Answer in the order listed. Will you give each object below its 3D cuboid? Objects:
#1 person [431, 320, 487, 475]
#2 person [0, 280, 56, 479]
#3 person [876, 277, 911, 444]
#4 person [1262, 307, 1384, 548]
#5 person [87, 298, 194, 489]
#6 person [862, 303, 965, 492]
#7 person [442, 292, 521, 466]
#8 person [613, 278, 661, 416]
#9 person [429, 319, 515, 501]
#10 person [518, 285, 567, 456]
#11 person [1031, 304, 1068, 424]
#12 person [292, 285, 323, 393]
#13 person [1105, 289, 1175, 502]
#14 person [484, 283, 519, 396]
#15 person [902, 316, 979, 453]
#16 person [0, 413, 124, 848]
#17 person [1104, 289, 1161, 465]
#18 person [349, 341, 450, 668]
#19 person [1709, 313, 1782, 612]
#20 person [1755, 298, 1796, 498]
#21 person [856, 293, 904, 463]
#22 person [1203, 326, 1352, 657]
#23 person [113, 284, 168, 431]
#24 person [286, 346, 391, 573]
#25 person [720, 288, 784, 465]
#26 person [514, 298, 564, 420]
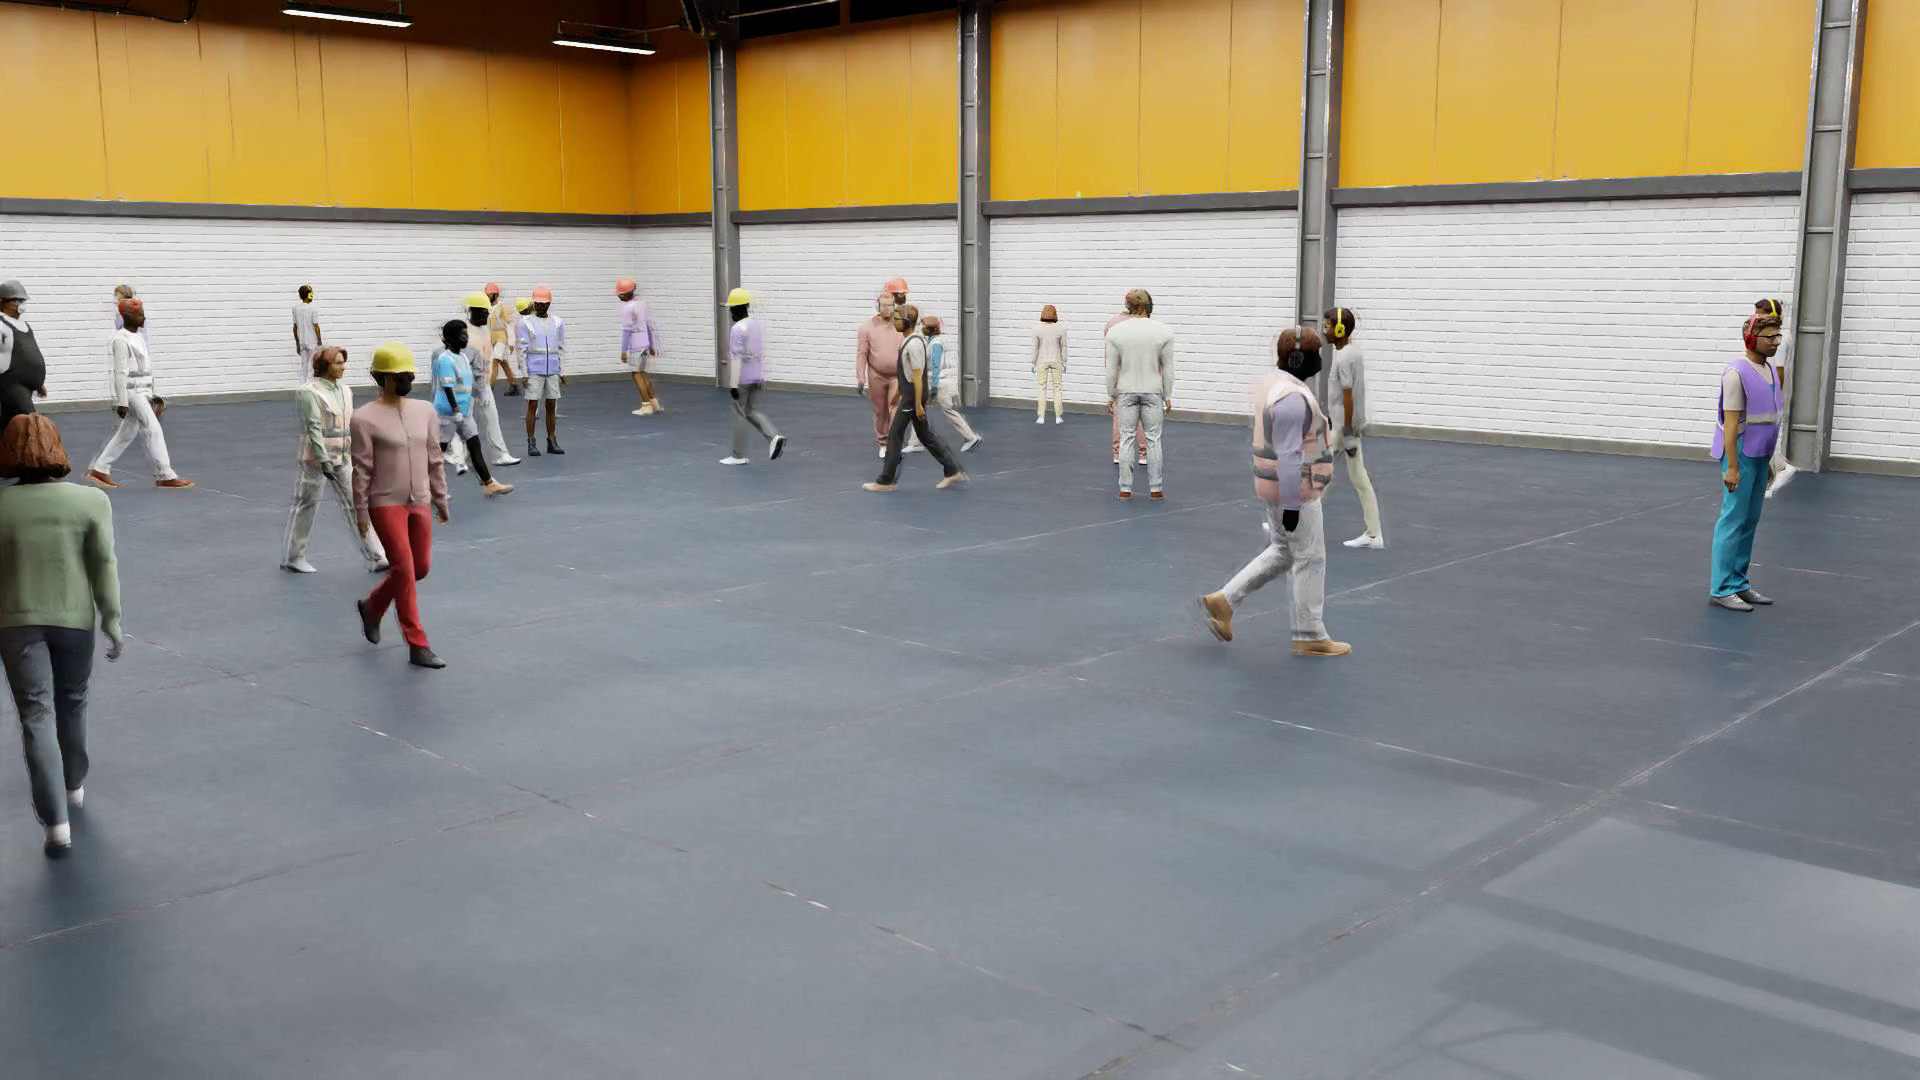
[{"bbox_3d":[-5.209,-1.485,17.296,0.510,1.586,0.846,-5,11,-30],"label":"person"},{"bbox_3d":[-9.334,-1.605,16.653,0.917,2.000,0.703,-1,9,-5],"label":"person"},{"bbox_3d":[-0.770,-2.157,20.093,0.457,2.029,0.616,8,12,41],"label":"person"},{"bbox_3d":[2.821,-0.850,12.689,0.961,1.824,0.515,5,10,27],"label":"person"},{"bbox_3d":[-7.964,-1.390,15.956,0.955,1.851,0.584,-2,10,-15],"label":"person"},{"bbox_3d":[-0.415,-1.342,15.801,0.967,1.809,0.535,0,9,0],"label":"person"},{"bbox_3d":[-5.246,-1.727,17.924,1.024,1.877,0.602,5,10,26],"label":"person"},{"bbox_3d":[-4.689,-2.778,23.983,0.534,1.994,0.641,2,9,11],"label":"person"},{"bbox_3d":[-4.518,-1.169,15.133,0.860,1.650,0.549,1,9,7],"label":"person"},{"bbox_3d":[-4.736,-1.924,18.935,0.547,1.934,0.375,-7,12,-36],"label":"person"},{"bbox_3d":[1.223,-2.404,22.792,0.500,1.633,0.276,0,9,1],"label":"person"},{"bbox_3d":[-10.219,-3.067,26.135,0.507,1.874,0.329,3,10,18],"label":"person"},{"bbox_3d":[1.633,-1.309,15.162,0.629,1.937,0.376,1,9,8],"label":"person"},{"bbox_3d":[-7.675,-3.283,27.430,0.567,1.878,1.000,7,12,37],"label":"person"},{"bbox_3d":[-0.222,-1.788,19.149,0.897,1.589,0.520,-3,10,-17],"label":"person"},{"bbox_3d":[-3.438,0.318,6.239,0.514,1.587,0.850,-6,11,-33],"label":"person"},{"bbox_3d":[1.889,-1.758,18.003,0.647,1.908,0.409,4,10,25],"label":"person"},{"bbox_3d":[-3.055,-0.205,8.967,0.735,1.743,0.528,6,11,33],"label":"person"},{"bbox_3d":[4.911,-0.489,10.402,0.570,1.844,0.377,-9,13,-42],"label":"person"},{"bbox_3d":[7.474,-1.295,15.341,0.466,1.847,0.567,1,9,5],"label":"person"},{"bbox_3d":[-0.815,-1.786,18.330,0.665,1.849,1.009,-1,9,-4],"label":"person"},{"bbox_3d":[1.765,-0.264,9.113,0.730,1.819,0.638,0,9,0],"label":"person"},{"bbox_3d":[-10.878,-2.408,21.942,0.654,1.924,0.643,-8,12,-40],"label":"person"},{"bbox_3d":[-4.343,-0.543,11.524,0.877,1.591,0.517,3,10,18],"label":"person"},{"bbox_3d":[-2.276,-1.749,17.919,0.628,1.912,0.611,4,10,21],"label":"person"},{"bbox_3d":[-5.939,-2.560,23.497,0.664,1.718,0.329,-5,10,-27],"label":"person"}]
